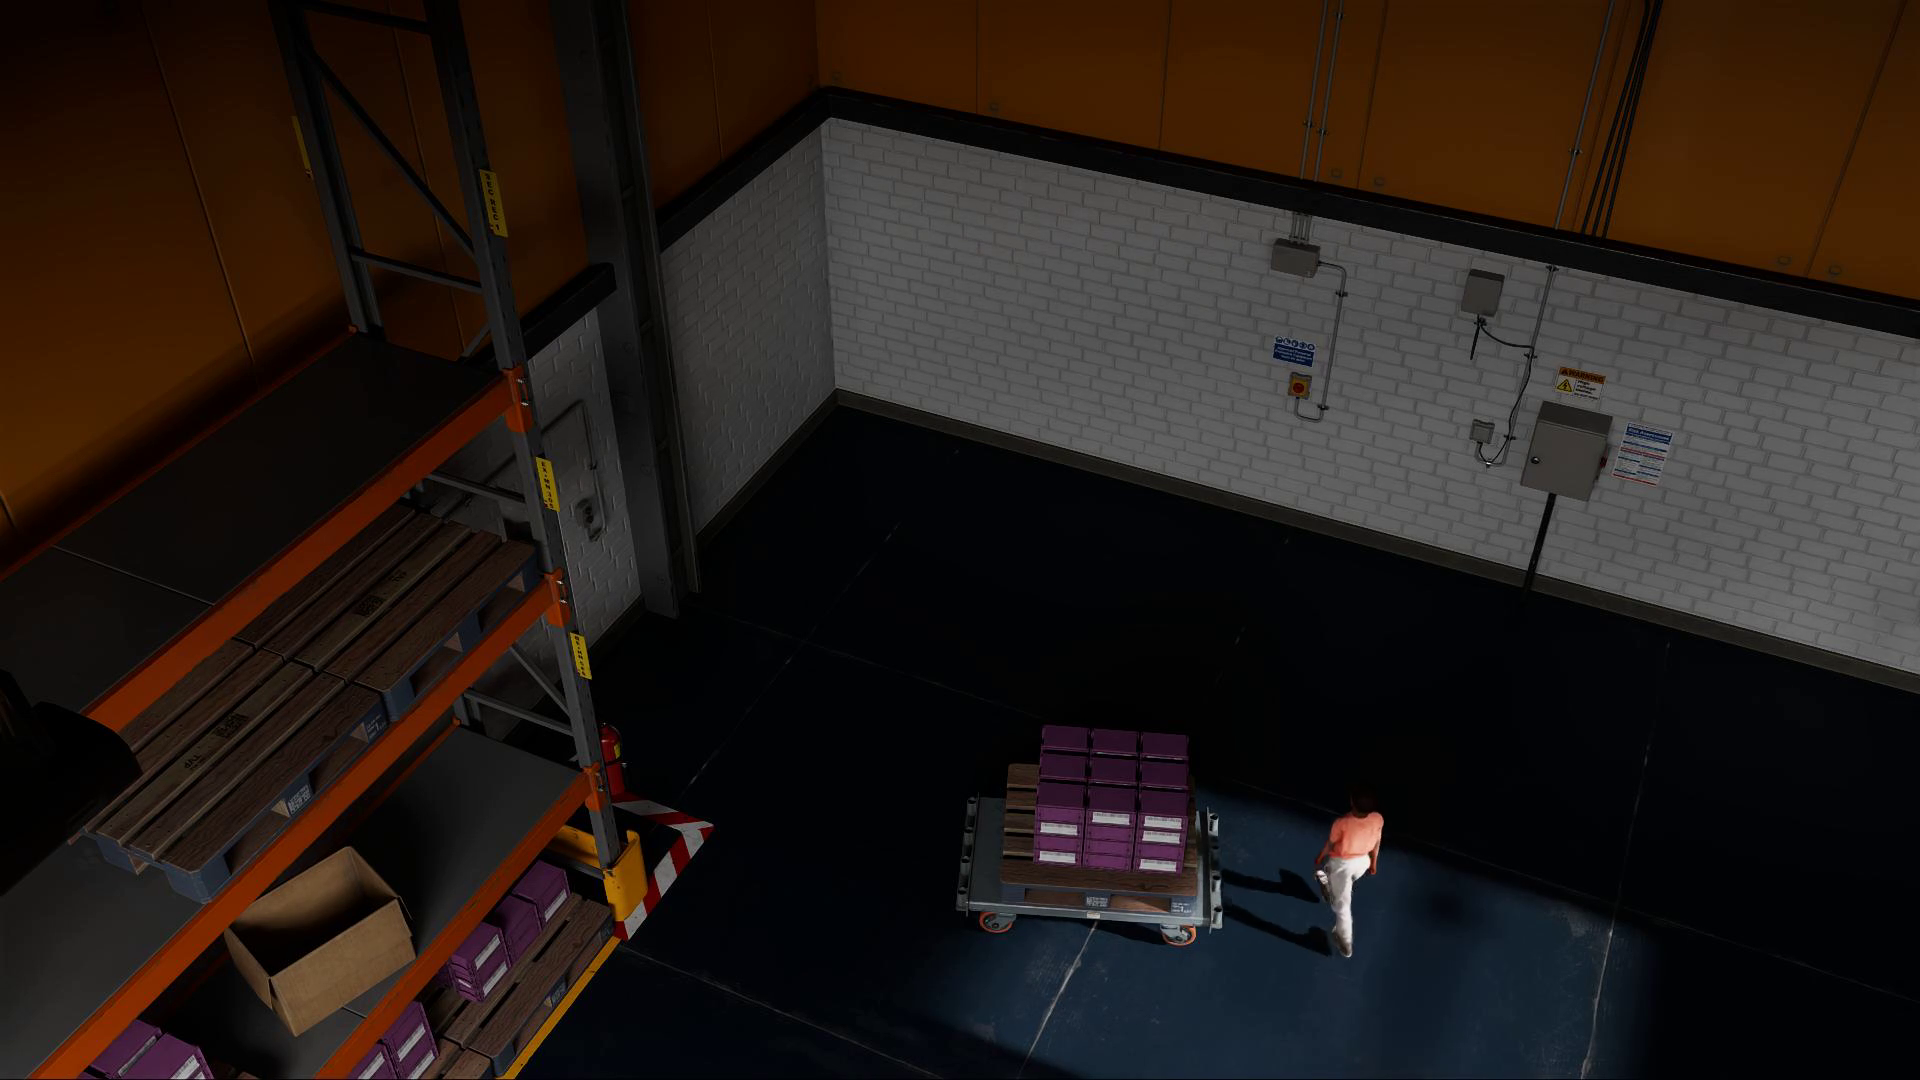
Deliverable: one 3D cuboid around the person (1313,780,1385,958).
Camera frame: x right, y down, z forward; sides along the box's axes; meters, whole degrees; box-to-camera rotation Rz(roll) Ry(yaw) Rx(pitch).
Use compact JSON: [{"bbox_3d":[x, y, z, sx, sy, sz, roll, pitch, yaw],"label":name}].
[{"bbox_3d":[2.391,2.014,10.146,0.819,1.279,0.940,-8,39,-9],"label":"person"}]
